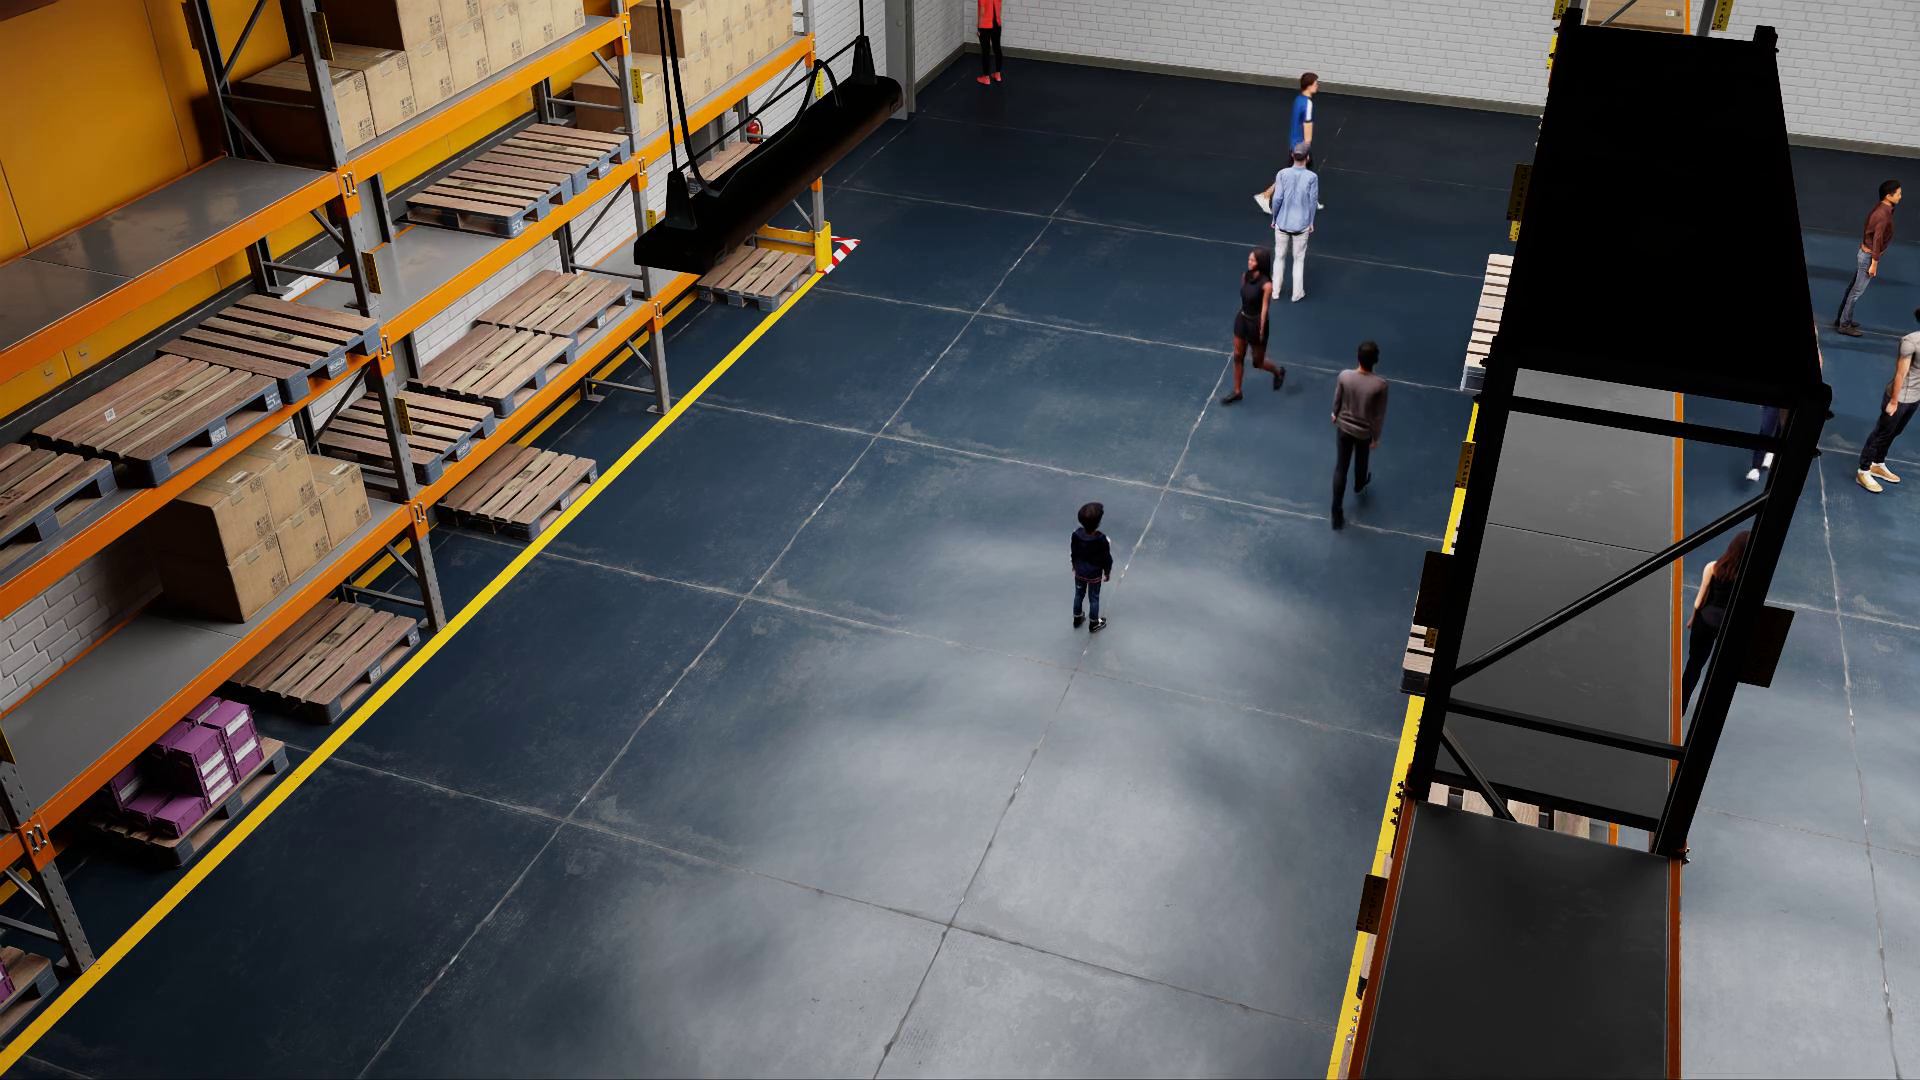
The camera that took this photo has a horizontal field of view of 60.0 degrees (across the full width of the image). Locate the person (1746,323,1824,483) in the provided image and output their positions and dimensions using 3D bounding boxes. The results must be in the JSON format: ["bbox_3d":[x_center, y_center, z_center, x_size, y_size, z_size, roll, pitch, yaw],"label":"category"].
[{"bbox_3d":[7.910,-1.359,15.889,0.753,1.590,1.123,19,38,26],"label":"person"}]

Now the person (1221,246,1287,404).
[{"bbox_3d":[3.055,-2.190,17.018,1.018,1.725,0.914,-19,38,-26],"label":"person"}]

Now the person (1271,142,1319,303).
[{"bbox_3d":[3.818,-3.648,19.063,0.657,1.888,0.553,10,35,14],"label":"person"}]

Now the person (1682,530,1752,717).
[{"bbox_3d":[5.832,0.651,12.776,0.578,1.688,0.524,12,35,17],"label":"person"}]

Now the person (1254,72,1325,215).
[{"bbox_3d":[4.244,-5.018,21.172,1.060,1.835,1.221,-2,34,-4],"label":"person"}]

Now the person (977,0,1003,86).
[{"bbox_3d":[0.473,-7.912,25.653,0.635,1.695,0.736,-23,40,-31],"label":"person"}]

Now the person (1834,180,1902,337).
[{"bbox_3d":[10.041,-3.134,18.386,0.696,1.782,0.441,11,35,17],"label":"person"}]

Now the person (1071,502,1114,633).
[{"bbox_3d":[1.074,0.215,13.854,0.550,1.221,0.521,18,37,24],"label":"person"}]

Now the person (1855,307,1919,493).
[{"bbox_3d":[8.864,-1.373,15.633,0.700,1.896,0.792,-20,39,-28],"label":"person"}]

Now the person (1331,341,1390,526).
[{"bbox_3d":[3.561,-0.947,15.144,1.118,1.728,0.738,11,35,17],"label":"person"}]
